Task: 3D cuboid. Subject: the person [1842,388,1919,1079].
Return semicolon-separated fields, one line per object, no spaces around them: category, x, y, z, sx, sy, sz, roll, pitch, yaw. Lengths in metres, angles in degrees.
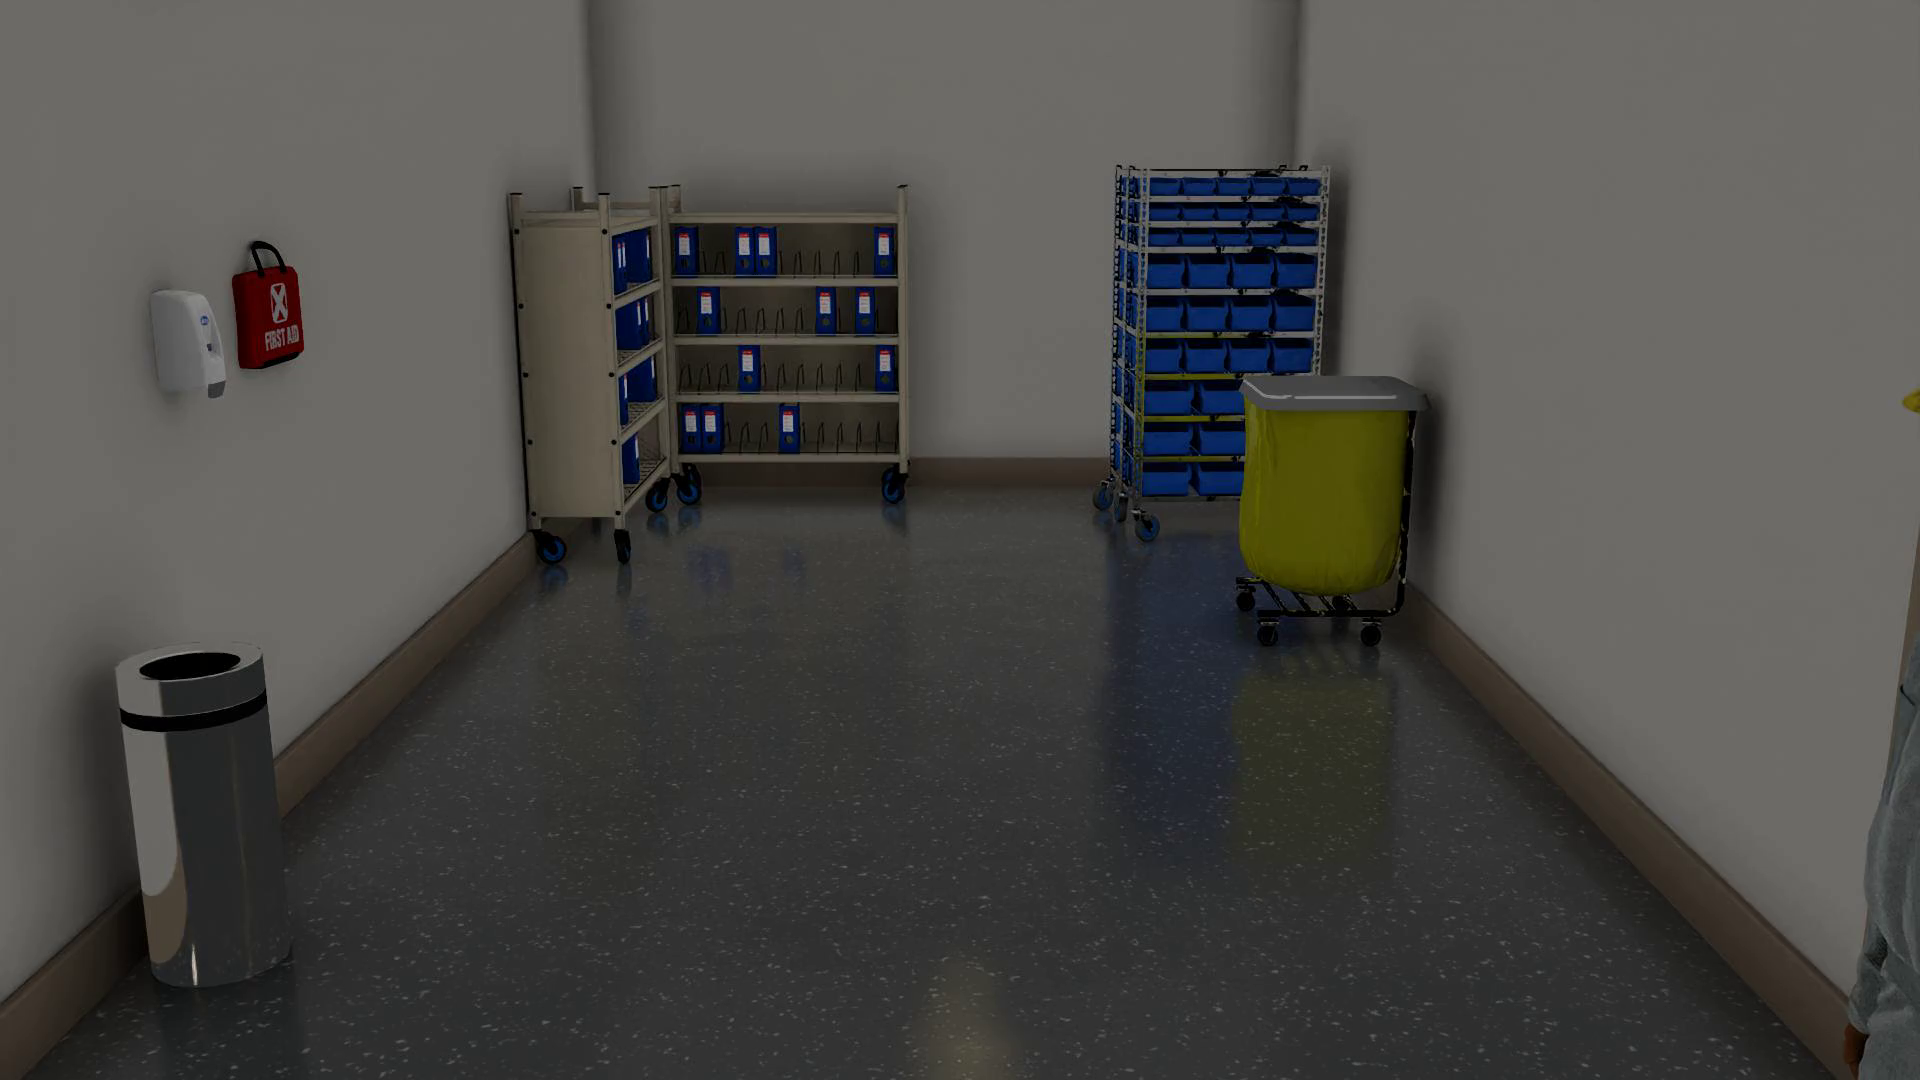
person;1.084;0.578;1.757;0.309;1.741;0.493;0;13;0
